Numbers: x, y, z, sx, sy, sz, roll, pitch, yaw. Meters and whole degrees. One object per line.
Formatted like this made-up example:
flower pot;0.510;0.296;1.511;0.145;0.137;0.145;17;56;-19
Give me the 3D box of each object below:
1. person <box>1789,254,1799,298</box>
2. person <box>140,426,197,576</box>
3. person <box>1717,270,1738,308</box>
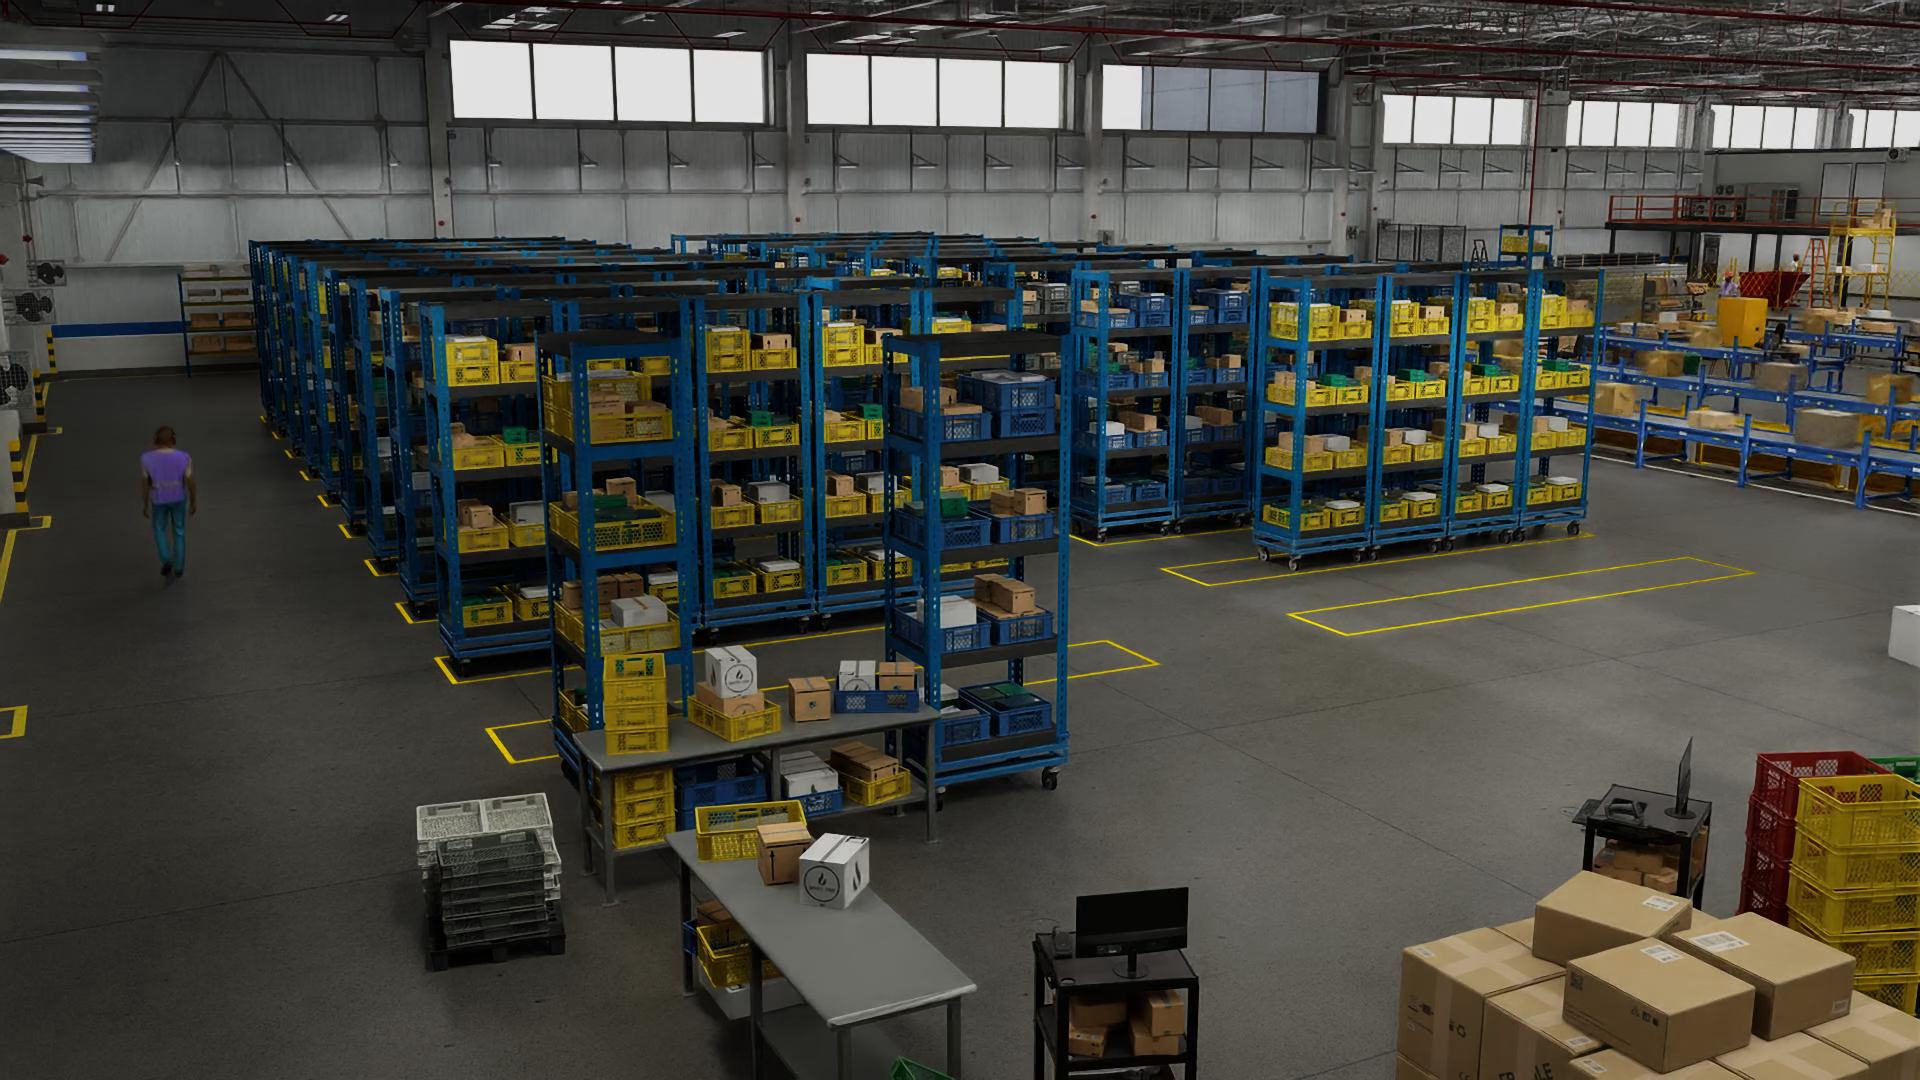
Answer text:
person;34.461;-10.887;68.803;0.352;1.879;0.569;9;15;38
person;-9.572;-0.463;20.144;0.611;1.828;0.501;-7;14;-28
person;24.095;-7.443;52.295;0.377;2.045;0.605;-7;14;-29
